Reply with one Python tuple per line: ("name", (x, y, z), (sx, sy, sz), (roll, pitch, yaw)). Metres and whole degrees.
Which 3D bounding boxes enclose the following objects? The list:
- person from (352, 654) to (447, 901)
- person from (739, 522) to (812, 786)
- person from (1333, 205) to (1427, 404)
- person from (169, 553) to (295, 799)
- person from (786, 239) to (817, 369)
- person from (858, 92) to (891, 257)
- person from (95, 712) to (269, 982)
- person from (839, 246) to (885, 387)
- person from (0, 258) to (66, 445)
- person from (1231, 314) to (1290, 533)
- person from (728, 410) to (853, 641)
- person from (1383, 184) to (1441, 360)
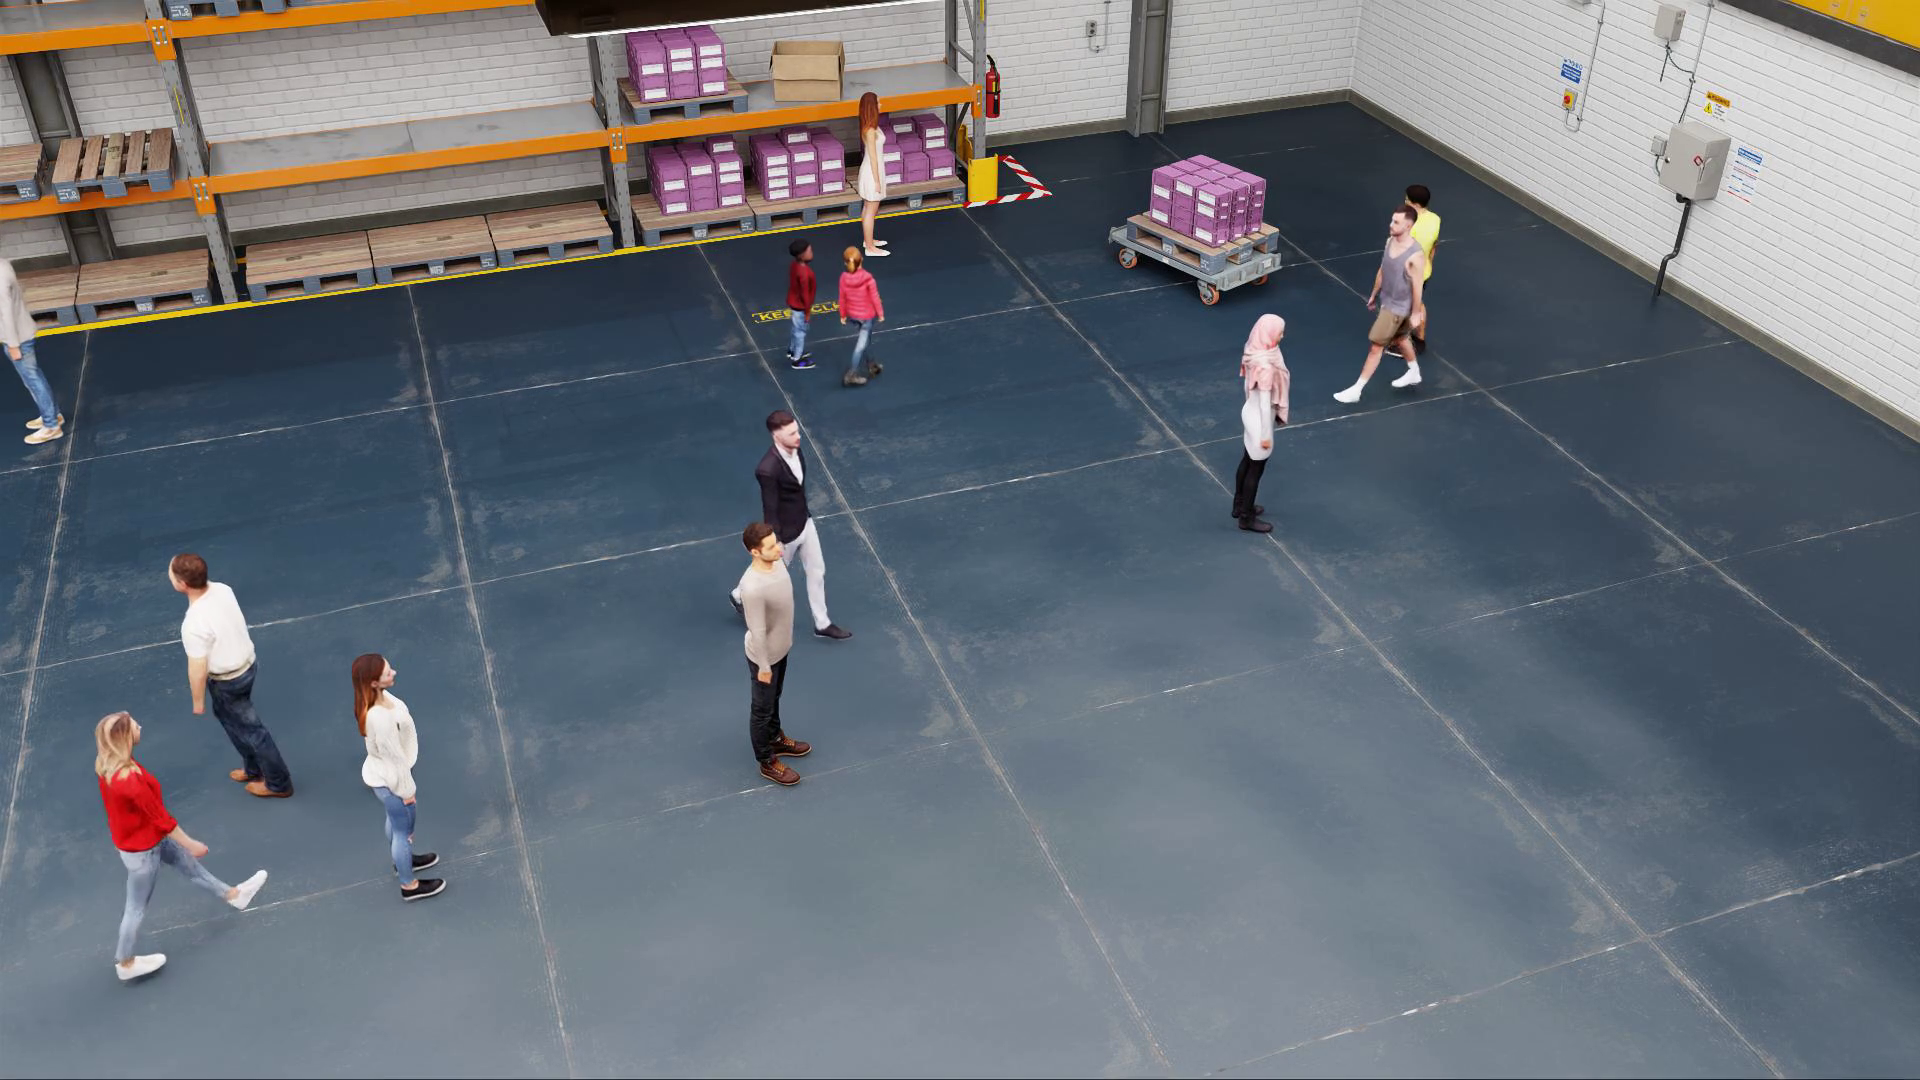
("person", (-3.252, 1.341, 9.515), (0.594, 1.692, 0.639), (-17, 37, -23))
("person", (-1.194, 0.677, 10.356), (0.752, 1.868, 0.746), (6, 34, 9))
("person", (3.866, -2.053, 14.467), (1.165, 1.798, 0.654), (-11, 35, -16))
("person", (-4.336, 0.854, 10.112), (0.825, 1.842, 0.807), (2, 34, 2))
("person", (-1.484, -2.157, 15.182), (0.491, 1.245, 0.501), (-12, 35, -17))
("person", (-0.916, -3.797, 17.228), (0.585, 1.711, 0.608), (-4, 34, -6))
("person", (-4.492, 1.710, 8.999), (1.243, 1.648, 0.969), (-28, 42, -35))
("person", (-0.936, -1.968, 14.864), (0.684, 1.282, 0.796), (27, 42, 35))
("person", (-7.907, -1.736, 13.954), (0.631, 1.903, 0.689), (-16, 37, -23))
("person", (2.293, -0.905, 12.794), (0.682, 1.804, 0.693), (-2, 34, -4))
("person", (-1.281, -0.098, 11.576), (1.267, 1.807, 1.174), (13, 36, 19))
("person", (4.185, -2.466, 15.247), (0.573, 1.687, 0.832), (-13, 36, -18))
